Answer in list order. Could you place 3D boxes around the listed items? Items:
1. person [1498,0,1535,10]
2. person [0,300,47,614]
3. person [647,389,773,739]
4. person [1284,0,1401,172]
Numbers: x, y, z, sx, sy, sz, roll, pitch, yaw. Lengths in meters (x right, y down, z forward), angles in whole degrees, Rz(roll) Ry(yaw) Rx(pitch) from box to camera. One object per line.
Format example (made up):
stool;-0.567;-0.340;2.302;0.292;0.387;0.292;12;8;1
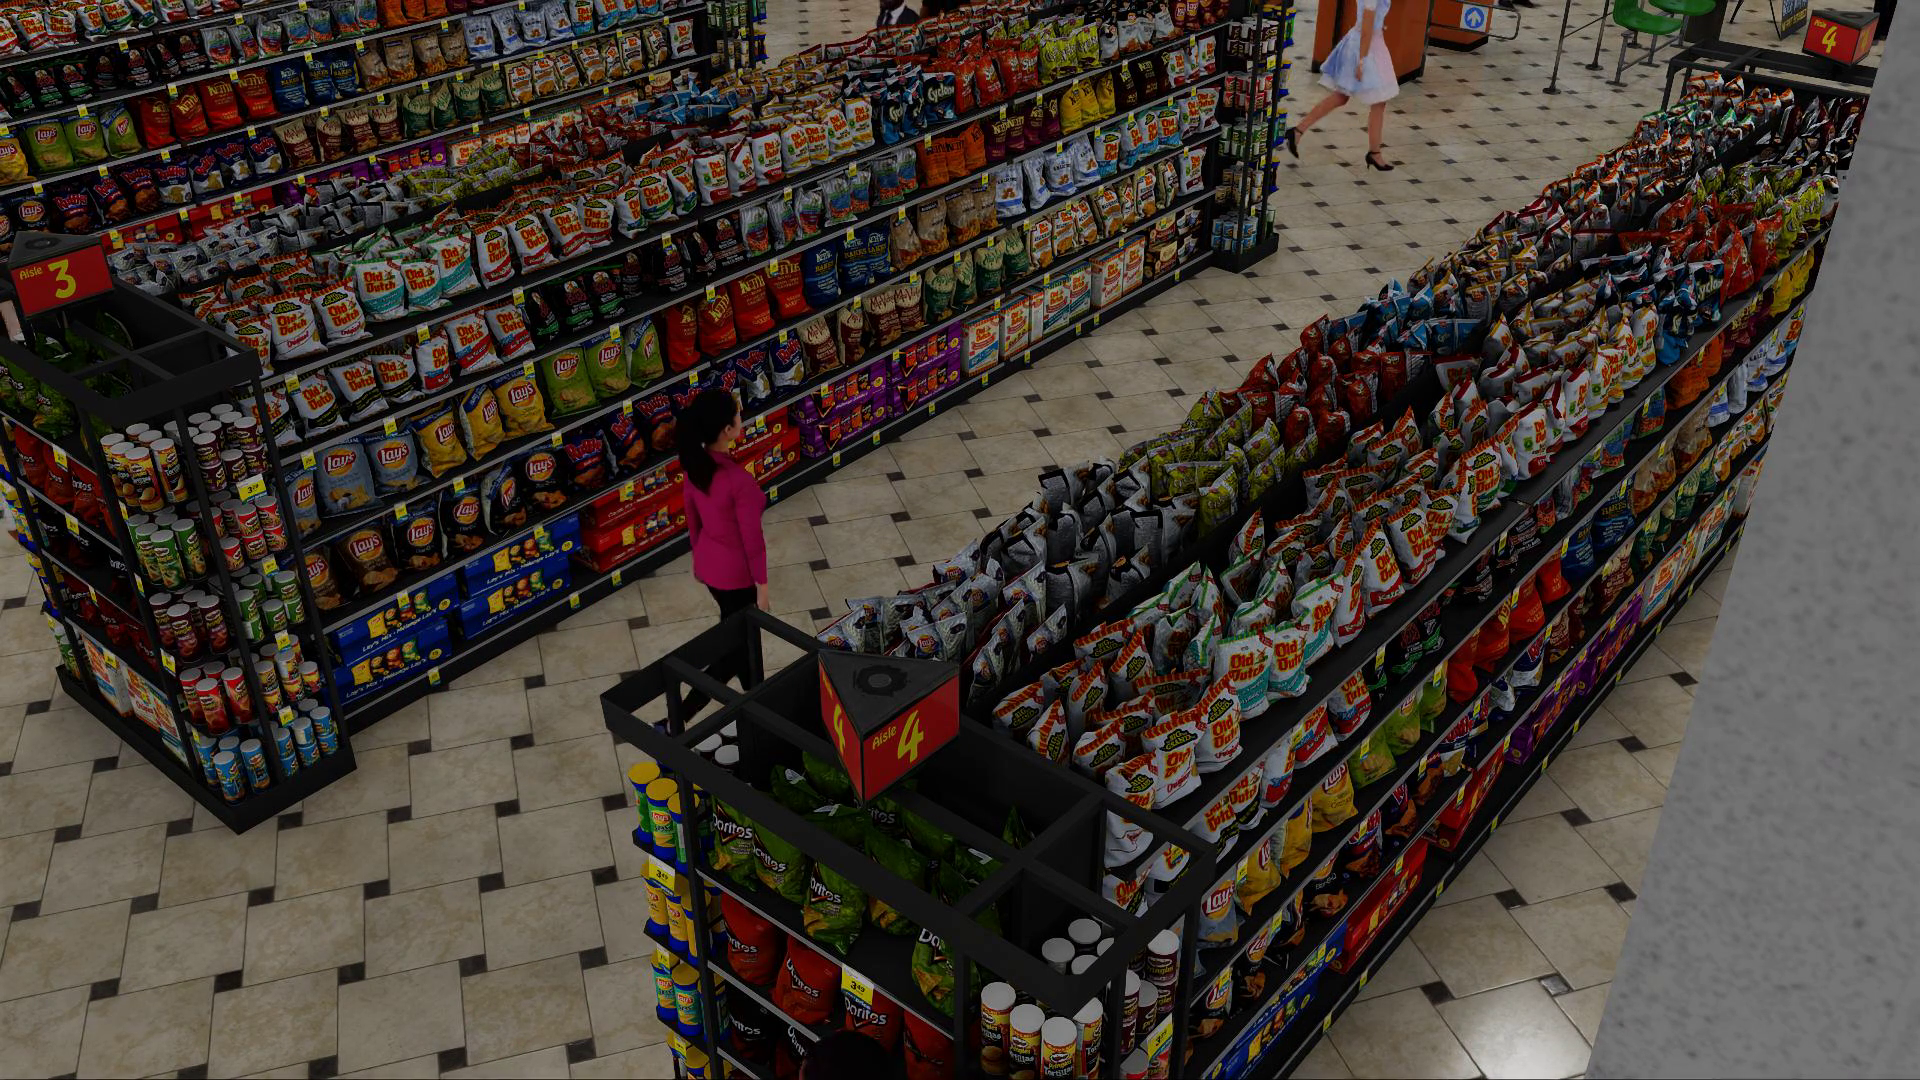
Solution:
person;6.035;-6.581;17.597;0.663;1.819;0.801;-11;34;-17
person;-4.250;-0.424;7.798;0.700;1.717;0.685;15;35;22
person;-1.031;0.185;6.859;1.035;1.676;0.635;-27;41;-37
person;3.065;-3.756;13.089;1.138;1.786;1.180;2;32;3
